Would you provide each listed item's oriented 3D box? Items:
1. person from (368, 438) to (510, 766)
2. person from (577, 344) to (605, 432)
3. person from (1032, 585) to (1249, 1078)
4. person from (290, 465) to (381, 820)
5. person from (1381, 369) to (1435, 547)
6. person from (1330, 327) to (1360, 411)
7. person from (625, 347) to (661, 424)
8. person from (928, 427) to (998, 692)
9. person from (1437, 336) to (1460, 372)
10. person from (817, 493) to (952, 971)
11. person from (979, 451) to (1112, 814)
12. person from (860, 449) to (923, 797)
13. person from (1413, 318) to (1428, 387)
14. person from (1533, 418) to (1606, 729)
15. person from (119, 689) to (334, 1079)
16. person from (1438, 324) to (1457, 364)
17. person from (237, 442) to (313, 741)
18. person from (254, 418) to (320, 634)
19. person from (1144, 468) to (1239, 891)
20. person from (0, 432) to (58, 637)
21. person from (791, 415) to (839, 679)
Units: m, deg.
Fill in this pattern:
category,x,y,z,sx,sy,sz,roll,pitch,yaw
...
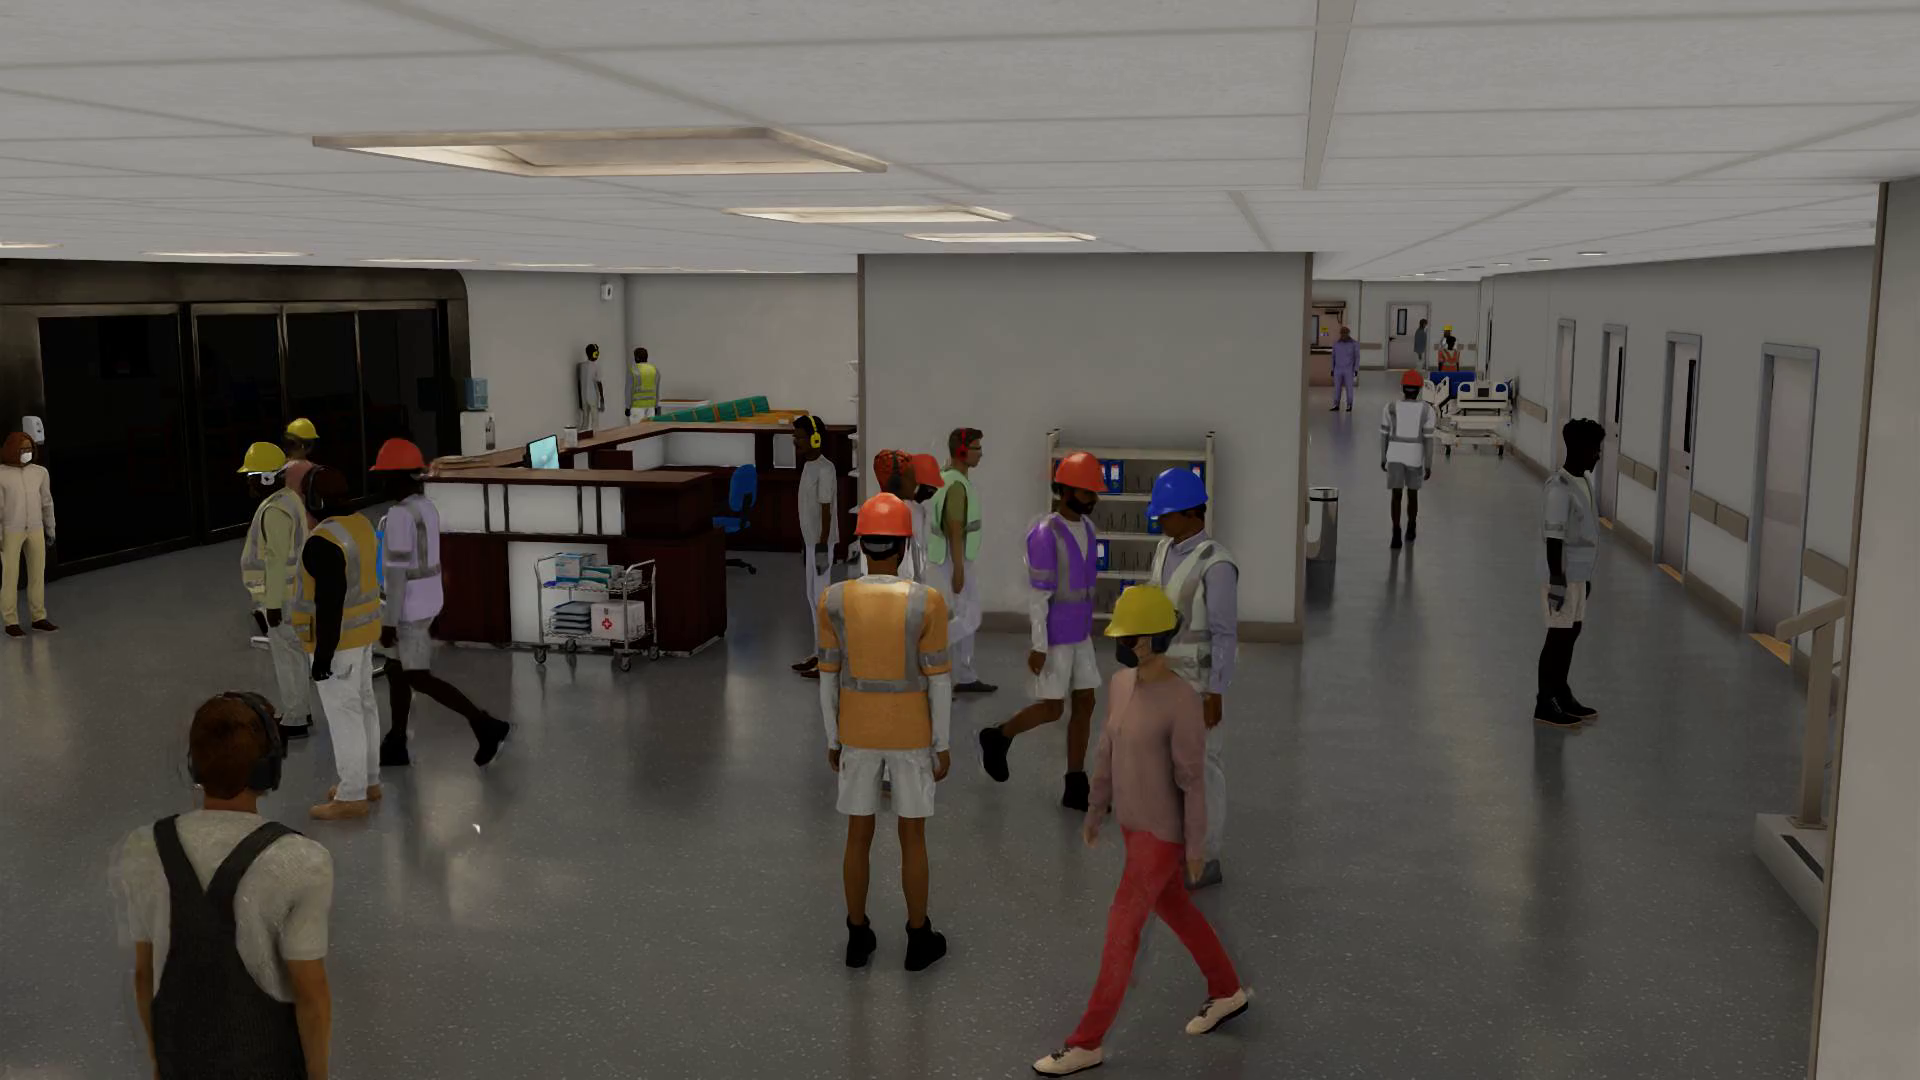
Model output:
category,x,y,z,sx,sy,sz,roll,pitch,yaw
person,-3.025,0.372,9.442,0.850,1.913,0.544,-1,9,-4
person,-6.041,-2.280,27.242,0.520,1.858,0.332,5,10,28
person,0.687,0.998,5.924,0.917,1.720,0.541,-4,9,-22
person,-3.242,0.528,8.653,0.429,1.839,0.627,0,9,-2
person,4.791,-0.879,17.836,0.549,1.896,0.972,2,9,15
person,8.663,-3.854,37.513,0.651,1.904,0.402,5,10,31
person,-5.008,-2.109,26.183,0.429,1.837,0.629,8,12,43
person,-0.057,0.152,11.189,0.563,1.827,0.567,-1,9,-4
person,11.053,-3.758,37.593,0.580,1.694,0.326,-2,9,-12
person,-0.294,0.773,6.702,0.544,1.935,0.361,2,9,11
person,0.473,0.472,8.794,0.739,1.909,0.574,7,11,37
person,-0.362,0.448,9.026,0.349,1.882,0.584,-3,9,-19
person,12.914,-5.239,46.633,0.384,1.930,0.634,3,9,21
person,3.818,0.205,10.429,0.388,1.952,0.614,6,10,35
person,-1.702,1.262,3.850,0.513,1.824,0.832,0,9,-1
person,12.657,-4.697,43.323,0.404,1.835,0.597,-4,10,-26
person,-4.163,0.309,10.159,0.403,1.824,0.596,-3,9,-16
person,-5.145,-0.071,12.919,0.535,1.752,0.593,5,10,29
person,1.030,0.631,7.638,0.410,1.936,0.603,-4,9,-22
person,-7.435,-0.051,13.210,0.286,1.627,0.504,5,10,30
person,-1.024,0.045,11.788,0.326,1.862,0.508,-3,9,-20
